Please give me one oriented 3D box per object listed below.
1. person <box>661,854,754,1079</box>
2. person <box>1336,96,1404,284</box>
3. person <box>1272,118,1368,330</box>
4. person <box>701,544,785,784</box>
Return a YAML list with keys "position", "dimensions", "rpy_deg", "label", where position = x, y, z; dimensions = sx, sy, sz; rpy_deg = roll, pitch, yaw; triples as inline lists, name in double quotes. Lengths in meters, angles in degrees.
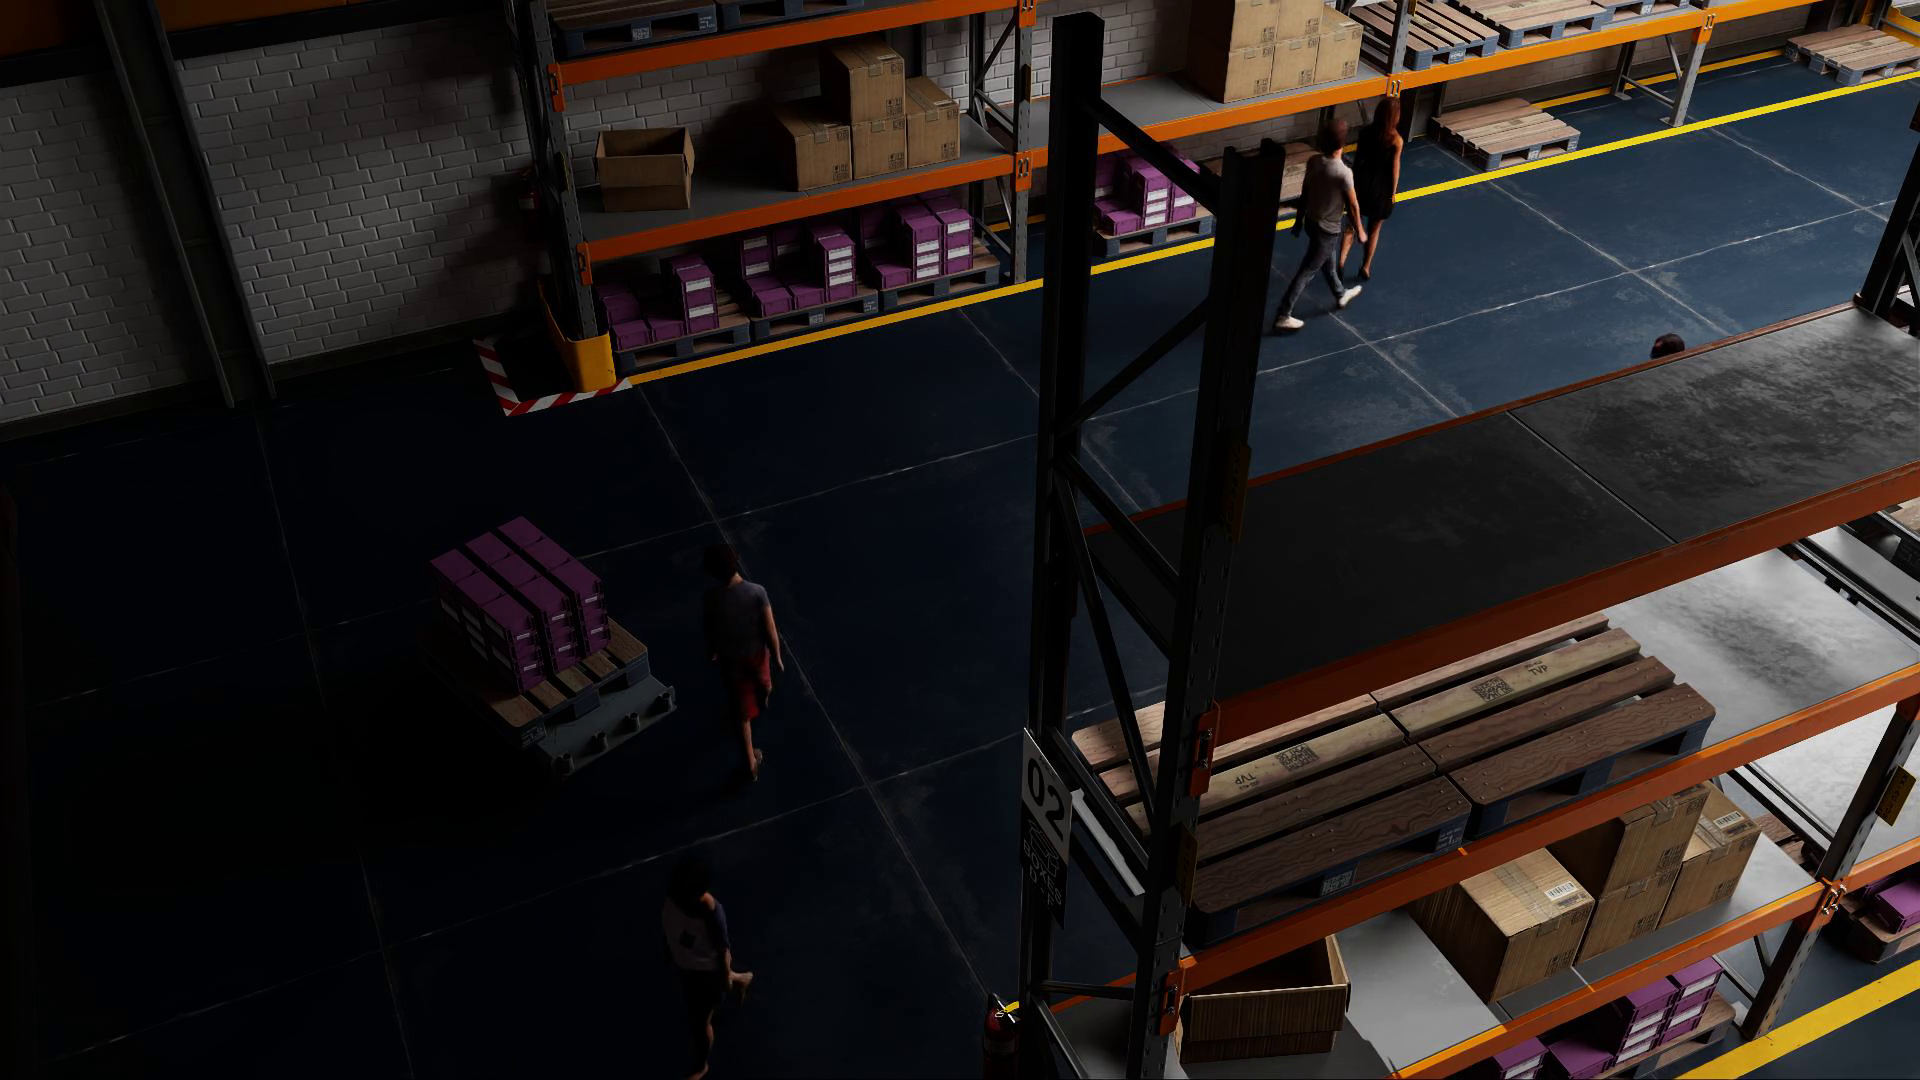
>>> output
- position: [-1.311, 2.116, 8.558]
  dimensions: [0.758, 1.546, 0.989]
  rpy_deg: [31, 48, 33]
  label: "person"
- position: [3.628, -3.066, 14.821]
  dimensions: [0.824, 1.829, 0.923]
  rpy_deg: [22, 44, 26]
  label: "person"
- position: [3.033, -2.633, 14.278]
  dimensions: [1.216, 1.830, 0.695]
  rpy_deg: [-16, 41, -19]
  label: "person"
- position: [-1.339, 0.787, 10.181]
  dimensions: [1.137, 1.599, 0.929]
  rpy_deg: [-3, 39, -4]
  label: "person"
